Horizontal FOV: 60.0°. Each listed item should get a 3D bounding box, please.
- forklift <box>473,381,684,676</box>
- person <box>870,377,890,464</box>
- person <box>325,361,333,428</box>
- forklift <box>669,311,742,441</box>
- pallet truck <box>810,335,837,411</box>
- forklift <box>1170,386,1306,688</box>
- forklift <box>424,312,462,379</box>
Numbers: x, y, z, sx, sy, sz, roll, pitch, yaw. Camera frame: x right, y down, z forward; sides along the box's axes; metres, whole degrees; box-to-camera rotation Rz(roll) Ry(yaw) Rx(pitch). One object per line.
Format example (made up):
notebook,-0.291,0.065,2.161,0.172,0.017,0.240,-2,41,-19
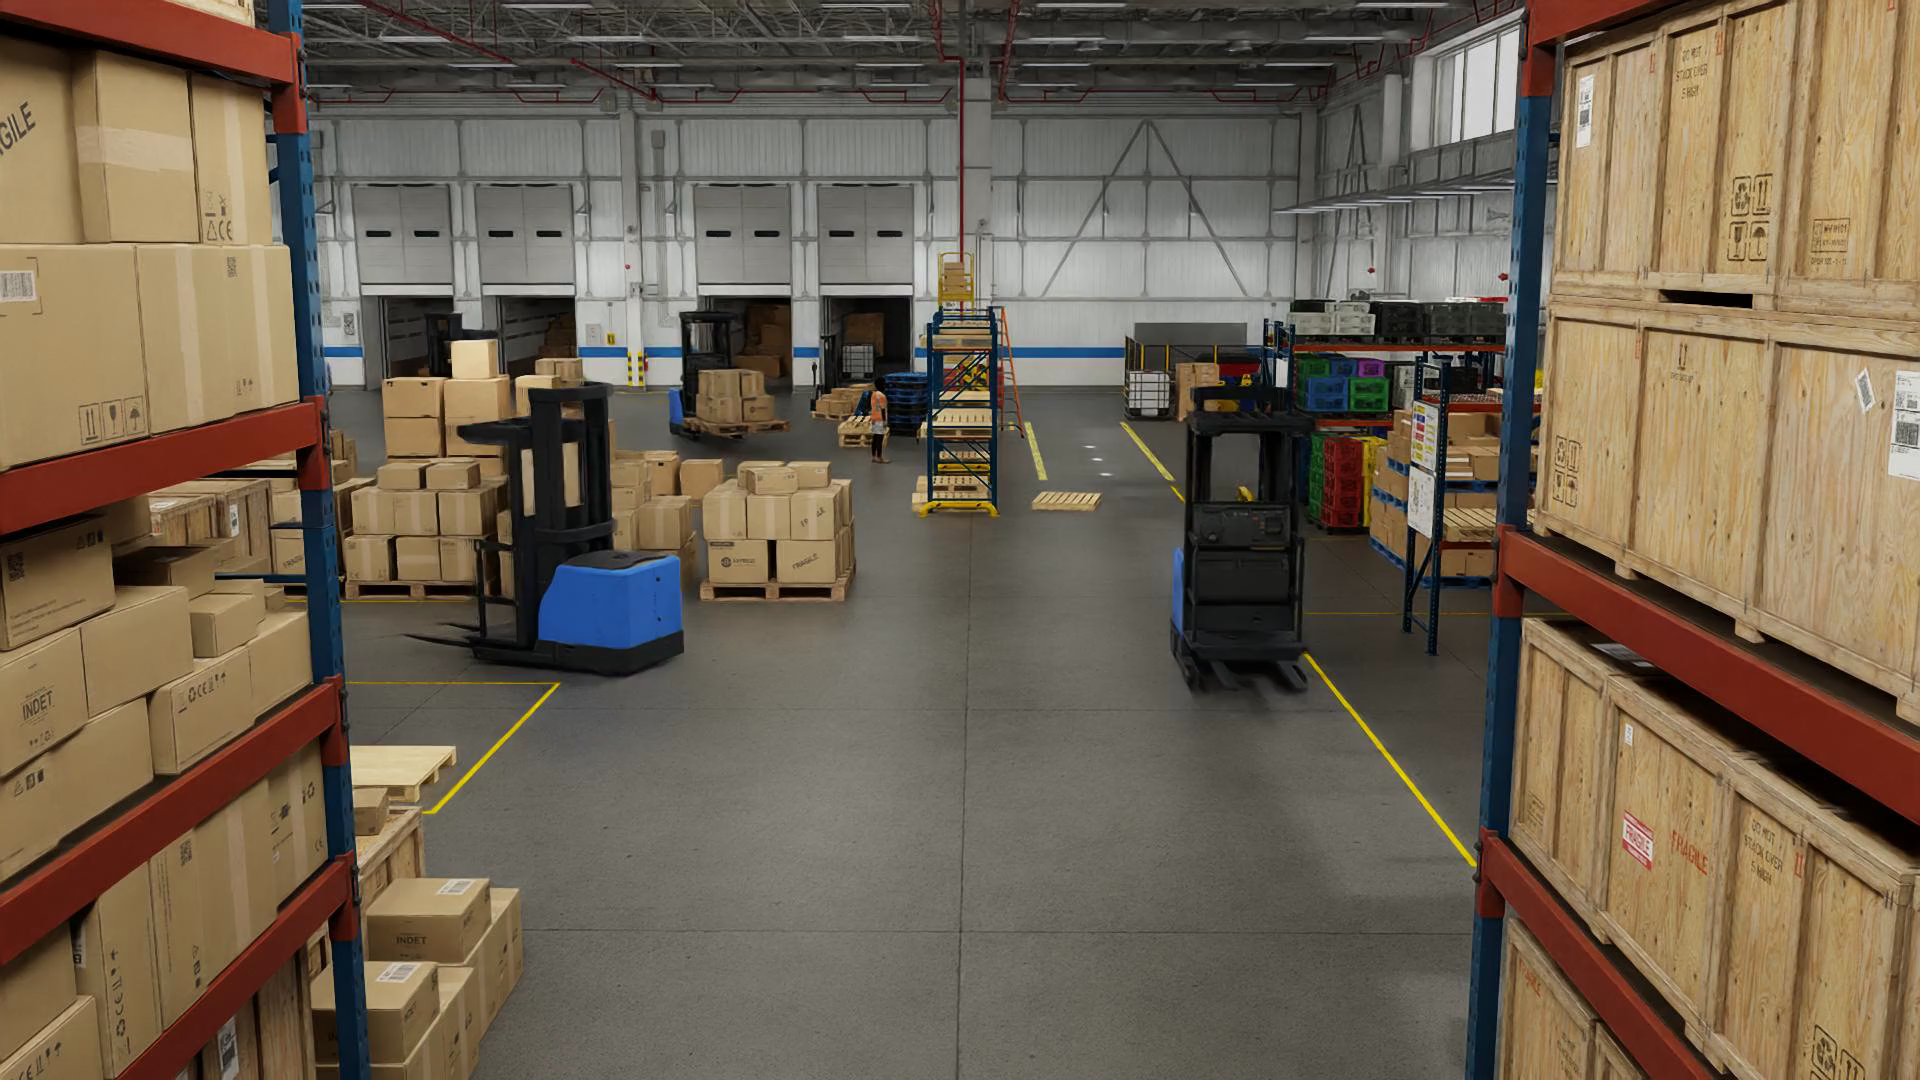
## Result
forklift,-3.844,-0.173,16.700,1.873,2.768,1.129,5,11,25
person,-1.586,-2.354,32.686,0.321,1.698,0.537,-4,11,-24
person,-15.020,-3.574,39.044,0.552,1.934,0.373,-4,11,-22
forklift,-5.723,-3.678,36.924,1.129,2.768,1.873,-5,11,-27
pallet truck,-3.021,-4.312,43.126,1.885,1.965,0.823,3,10,17
forklift,2.717,-0.120,16.394,1.129,2.768,1.873,0,10,1
forklift,-11.151,-3.527,36.050,1.129,2.768,1.873,8,12,37
